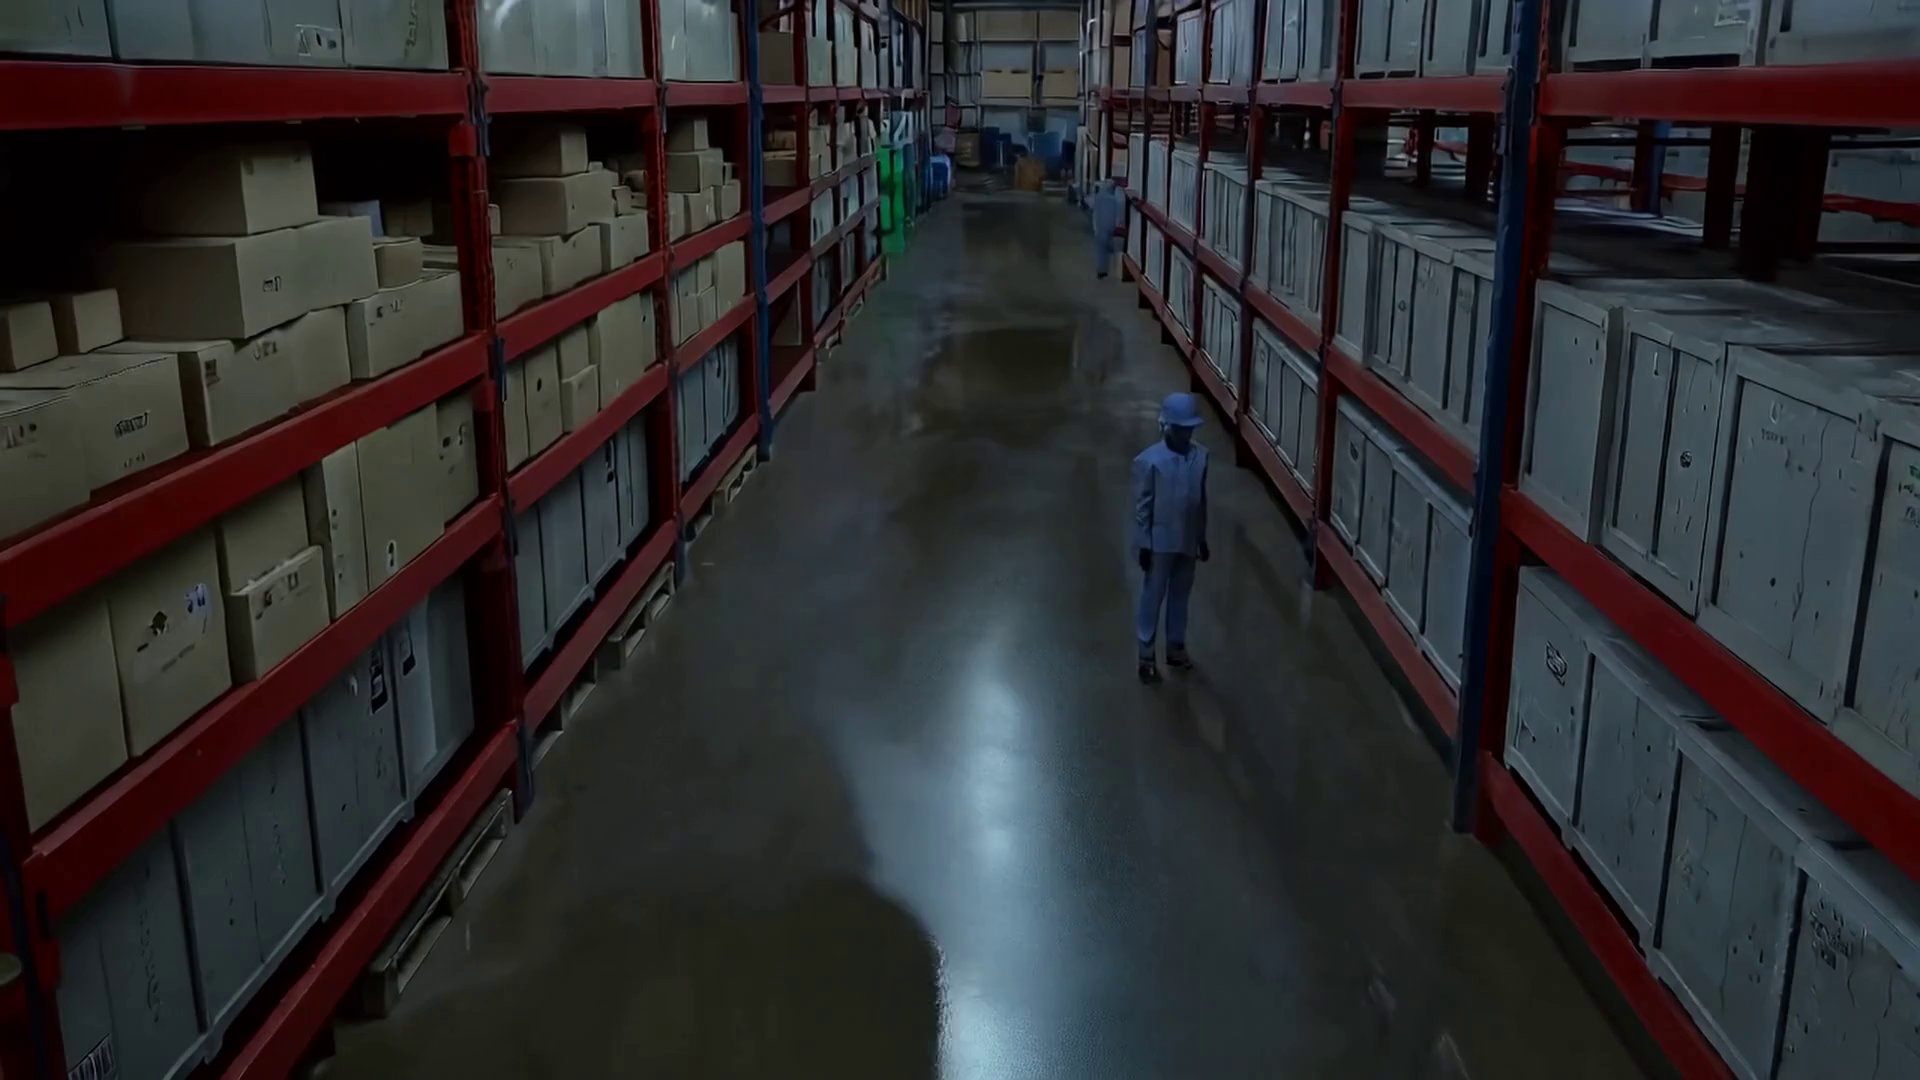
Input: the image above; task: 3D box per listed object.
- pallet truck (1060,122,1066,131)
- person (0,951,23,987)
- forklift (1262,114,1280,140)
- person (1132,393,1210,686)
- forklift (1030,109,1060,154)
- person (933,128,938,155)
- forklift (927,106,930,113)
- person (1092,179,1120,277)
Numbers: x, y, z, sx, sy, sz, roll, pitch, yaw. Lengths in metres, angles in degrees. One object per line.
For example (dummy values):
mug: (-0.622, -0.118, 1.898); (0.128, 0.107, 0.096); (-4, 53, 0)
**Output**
pallet truck: (5.788, -21.111, 88.014); (1.885, 1.965, 0.823); (5, 16, 18)
person: (-1.960, 1.654, 3.318); (0.614, 1.994, 0.381); (8, 17, 28)
forklift: (10.967, -13.674, 58.670); (1.129, 2.768, 1.873); (2, 15, 8)
person: (1.281, -0.013, 9.975); (0.562, 1.752, 0.323); (-11, 18, -34)
forklift: (3.954, -16.817, 70.363); (1.873, 2.768, 1.129); (-2, 15, -6)
person: (-1.180, -18.474, 78.398); (0.470, 1.897, 0.701); (11, 19, 36)
forklift: (-1.998, -20.666, 84.684); (1.129, 2.768, 1.873); (0, 15, 2)
person: (2.855, -5.970, 31.916); (0.532, 1.873, 0.679); (-8, 17, -26)
